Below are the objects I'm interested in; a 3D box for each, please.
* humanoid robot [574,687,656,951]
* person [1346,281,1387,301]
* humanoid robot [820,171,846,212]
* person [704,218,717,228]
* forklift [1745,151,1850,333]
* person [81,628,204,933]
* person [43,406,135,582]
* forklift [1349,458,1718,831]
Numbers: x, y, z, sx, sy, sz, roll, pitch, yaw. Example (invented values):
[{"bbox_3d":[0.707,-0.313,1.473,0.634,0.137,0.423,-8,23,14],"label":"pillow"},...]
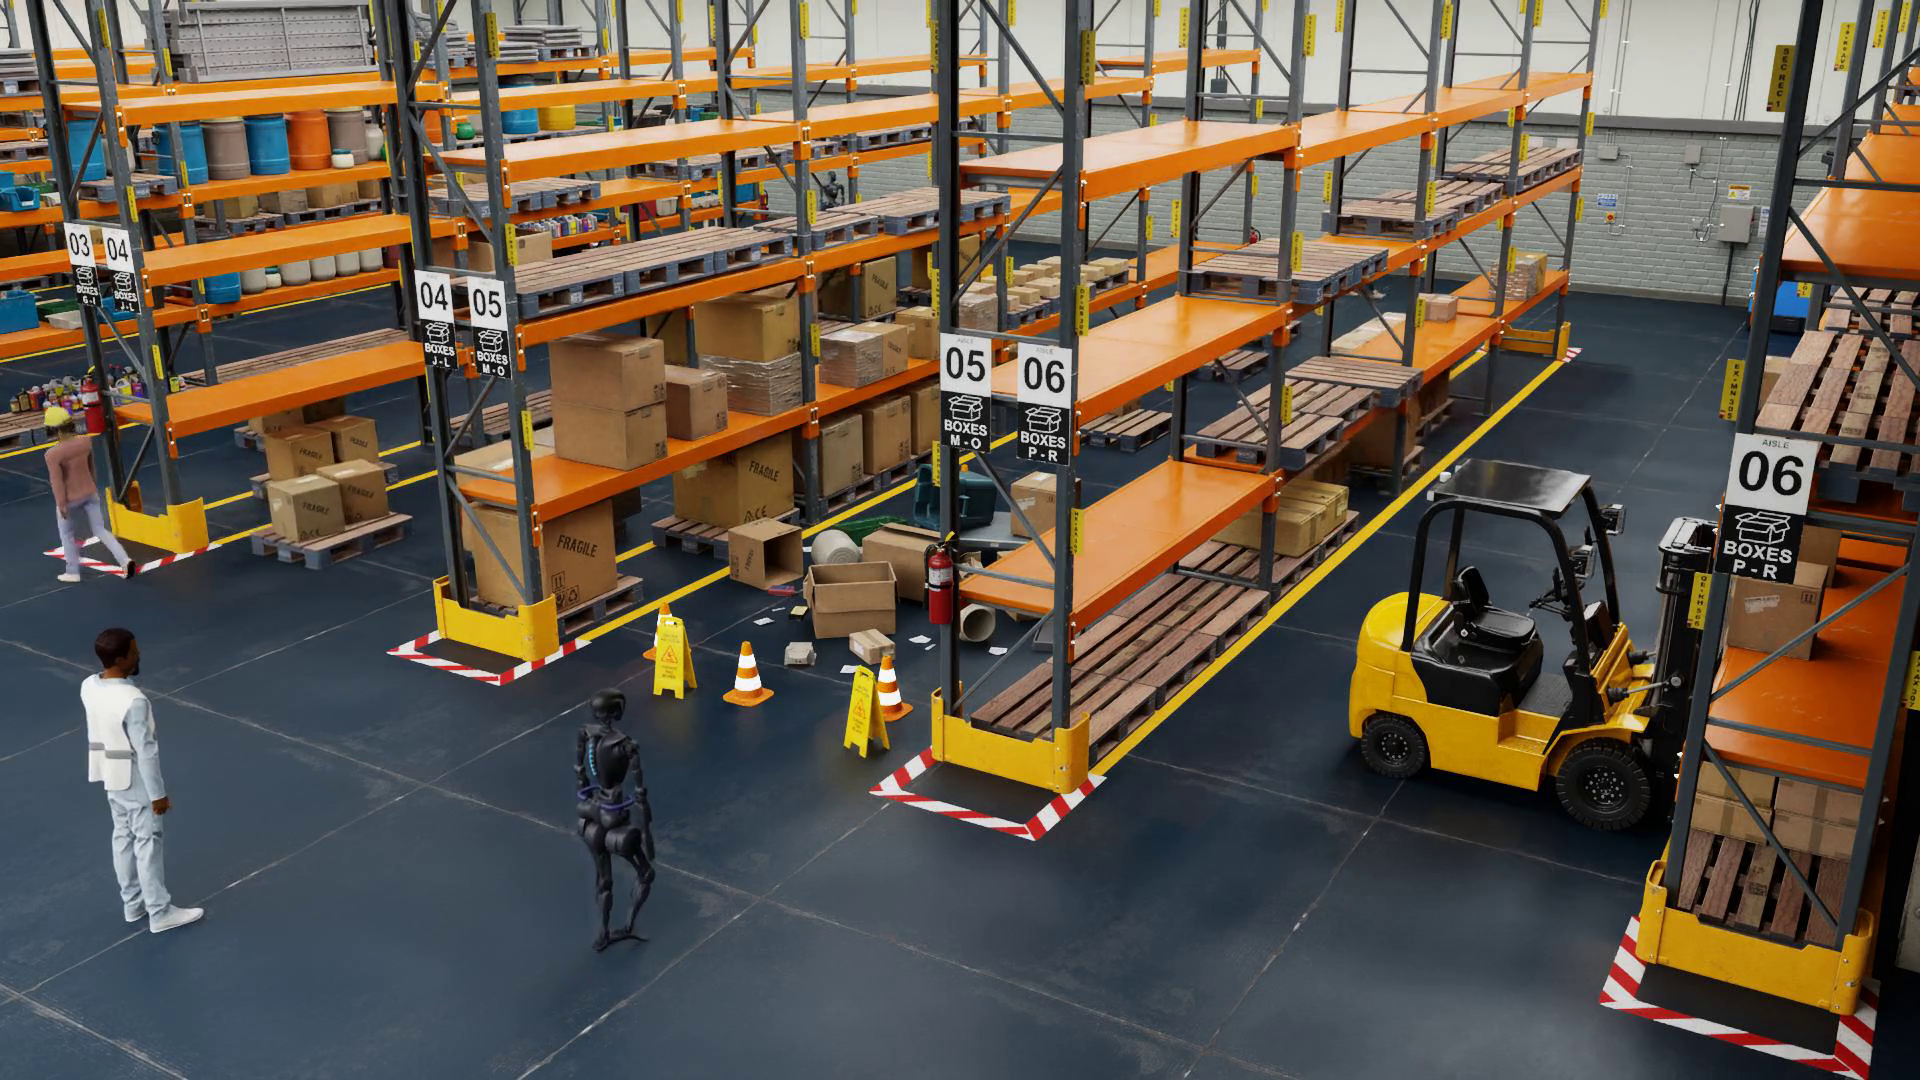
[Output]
[{"bbox_3d":[-2.057,1.634,9.743,0.602,1.647,0.358,12,23,32],"label":"humanoid robot"},{"bbox_3d":[7.140,-5.028,29.035,0.881,1.646,0.542,15,24,37],"label":"person"},{"bbox_3d":[-2.618,-6.716,33.919,0.584,1.632,0.689,-10,21,-27],"label":"humanoid robot"},{"bbox_3d":[-5.235,-7.064,34.869,0.489,1.688,0.350,-6,20,-17],"label":"person"},{"bbox_3d":[13.620,-4.667,26.137,1.873,2.768,1.129,11,22,29],"label":"forklift"},{"bbox_3d":[-4.961,1.434,9.948,0.588,1.919,0.394,13,23,33],"label":"person"},{"bbox_3d":[-8.210,-0.411,15.549,0.760,1.736,0.528,8,21,23],"label":"person"},{"bbox_3d":[3.988,0.658,11.776,2.313,2.155,1.214,11,22,29],"label":"forklift"}]
